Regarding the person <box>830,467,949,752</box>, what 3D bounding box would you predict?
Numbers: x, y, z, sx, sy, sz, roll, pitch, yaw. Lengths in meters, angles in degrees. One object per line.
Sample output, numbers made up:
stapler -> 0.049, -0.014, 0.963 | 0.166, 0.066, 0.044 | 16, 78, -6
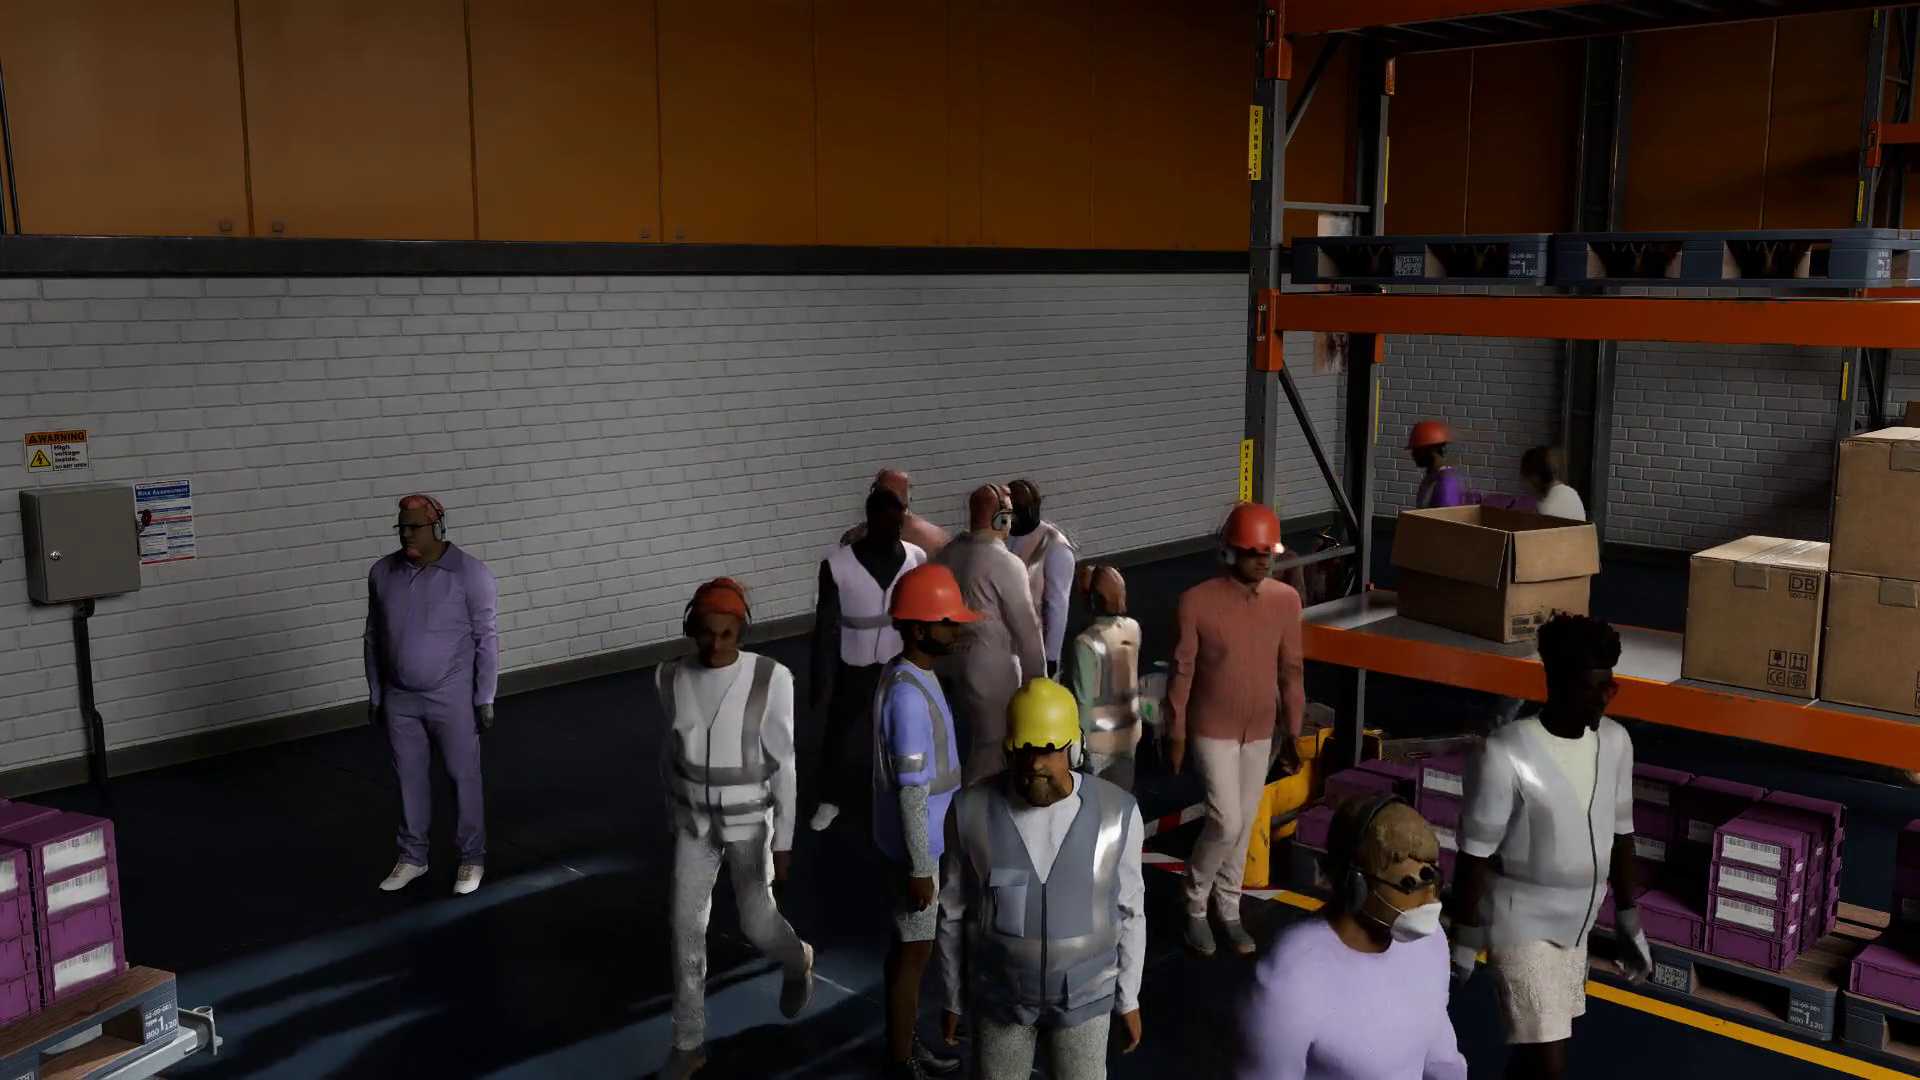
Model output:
person -> -0.373, 0.537, 9.124 | 0.660, 1.873, 0.842 | -4, 10, -22

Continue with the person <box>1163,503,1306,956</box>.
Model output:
person -> 1.186, 0.816, 7.109 | 0.605, 1.972, 0.456 | -5, 10, -27

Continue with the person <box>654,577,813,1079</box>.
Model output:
person -> -0.829, 1.028, 6.172 | 0.589, 1.859, 0.772 | 3, 10, 15

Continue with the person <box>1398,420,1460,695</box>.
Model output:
person -> 3.221, 0.139, 11.451 | 0.403, 1.910, 0.589 | 1, 9, 7

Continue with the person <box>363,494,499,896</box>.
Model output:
person -> -2.507, 0.729, 7.850 | 0.652, 1.906, 0.409 | 1, 9, 8

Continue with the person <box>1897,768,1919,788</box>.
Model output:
person -> 5.764, 0.430, 9.275 | 0.959, 2.000, 0.690 | 7, 12, 37

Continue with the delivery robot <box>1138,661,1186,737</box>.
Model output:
delivery robot -> 1.221, 0.983, 10.139 | 0.477, 0.478, 0.707 | 8, 12, 41

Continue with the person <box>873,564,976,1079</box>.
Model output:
person -> -0.124, 1.039, 5.858 | 0.363, 1.935, 0.553 | 0, 9, -1

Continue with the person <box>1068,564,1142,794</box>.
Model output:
person -> 0.638, 0.914, 7.576 | 0.370, 1.627, 0.528 | 8, 12, 40

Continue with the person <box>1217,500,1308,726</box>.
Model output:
person -> 1.788, 0.546, 9.614 | 0.519, 1.699, 0.919 | 8, 12, 41

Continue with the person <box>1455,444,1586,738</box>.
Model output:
person -> 3.579, 0.357, 10.185 | 0.871, 1.898, 0.740 | 8, 12, 41

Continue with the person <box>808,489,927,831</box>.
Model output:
person -> -0.435, 0.653, 8.491 | 0.694, 1.846, 1.027 | -5, 10, -27

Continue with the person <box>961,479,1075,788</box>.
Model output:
person -> 0.270, 0.578, 9.070 | 0.857, 1.805, 0.641 | -9, 13, -43

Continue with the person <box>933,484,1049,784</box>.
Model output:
person -> 0.219, 0.657, 8.341 | 0.571, 1.888, 0.663 | -6, 11, -31

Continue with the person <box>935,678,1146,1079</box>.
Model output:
person -> 0.229, 1.277, 4.719 | 0.601, 1.830, 0.403 | 0, 9, 2

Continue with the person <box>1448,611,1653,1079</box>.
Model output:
person -> 1.793, 1.167, 5.032 | 0.622, 1.943, 0.504 | -6, 11, -32

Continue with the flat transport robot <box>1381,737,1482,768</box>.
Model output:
flat transport robot -> 2.673, 1.298, 9.368 | 1.431, 0.197, 0.652 | -2, 10, -15

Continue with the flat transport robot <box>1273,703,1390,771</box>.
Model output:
flat transport robot -> 1.992, 1.150, 10.275 | 0.652, 0.197, 1.431 | -4, 10, -21

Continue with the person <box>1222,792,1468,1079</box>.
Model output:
person -> 0.864, 1.451, 3.431 | 0.763, 1.910, 0.637 | 8, 12, 42
